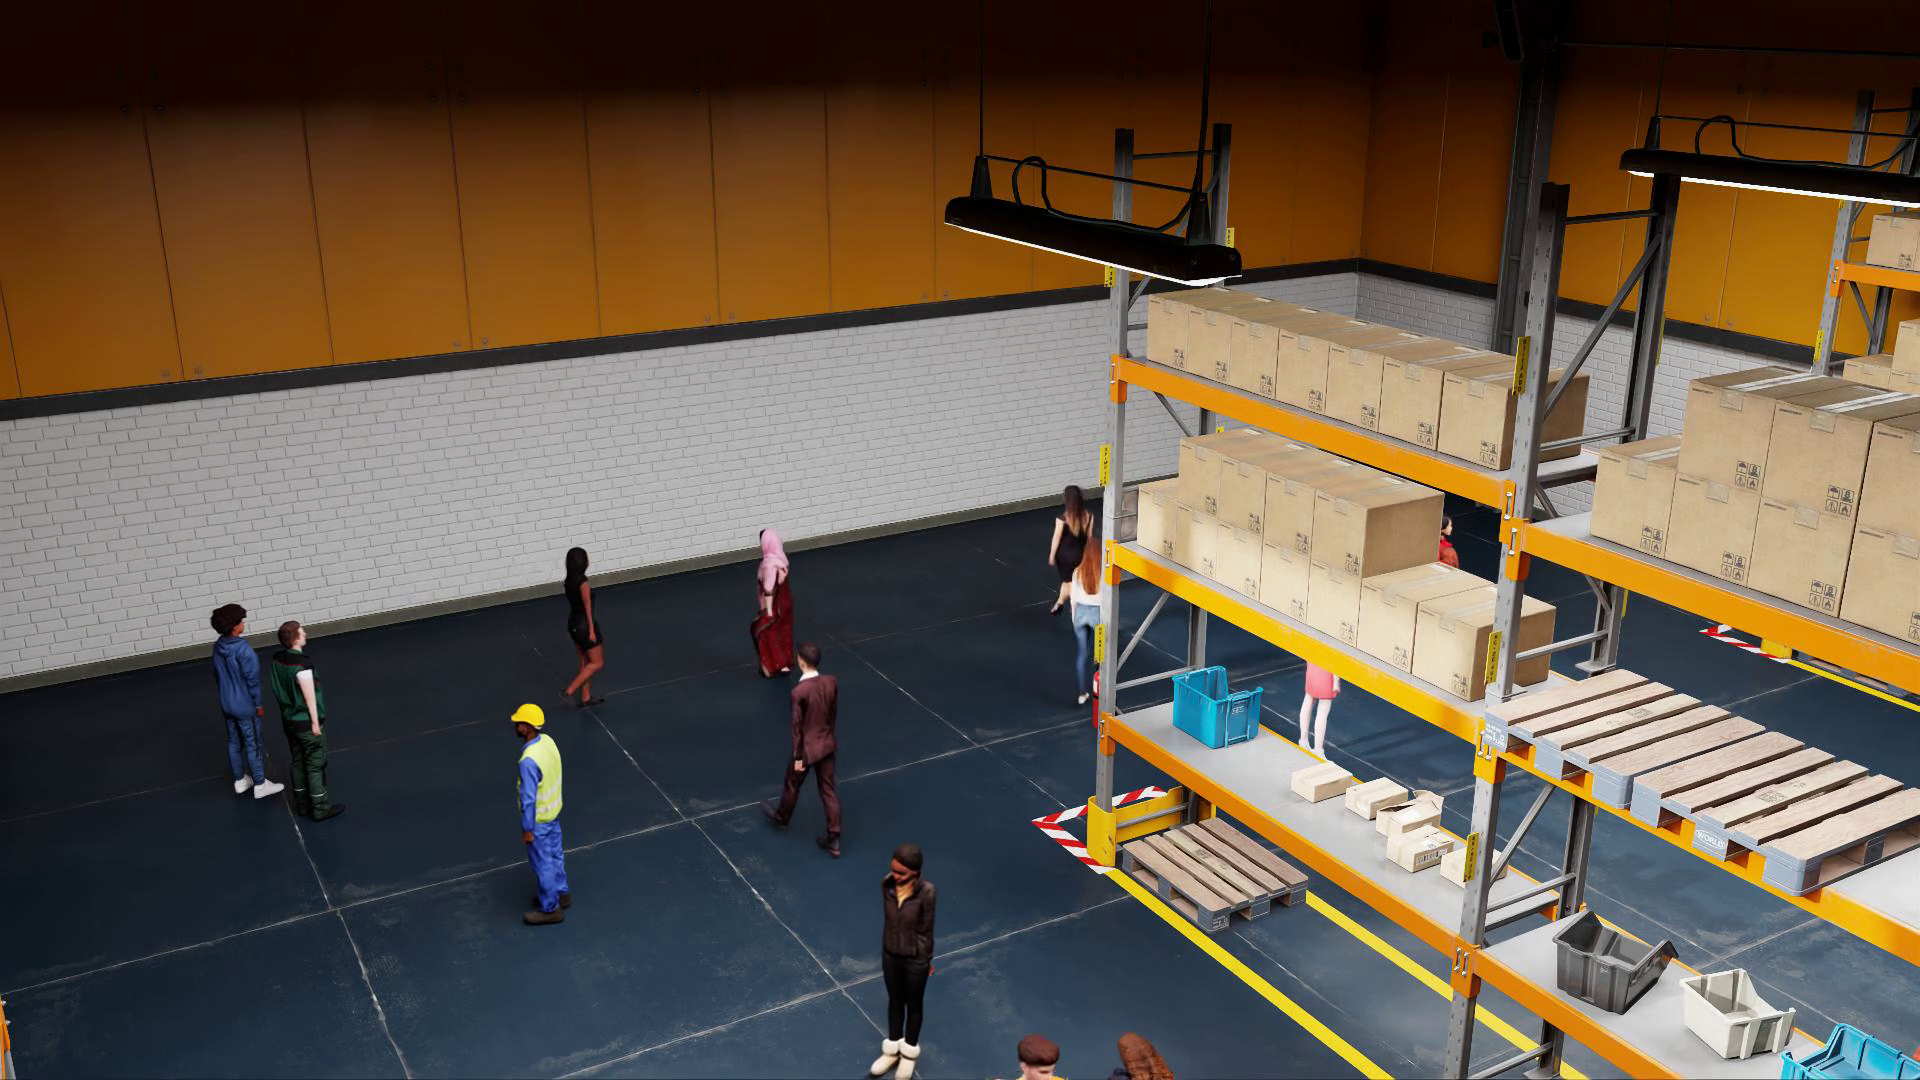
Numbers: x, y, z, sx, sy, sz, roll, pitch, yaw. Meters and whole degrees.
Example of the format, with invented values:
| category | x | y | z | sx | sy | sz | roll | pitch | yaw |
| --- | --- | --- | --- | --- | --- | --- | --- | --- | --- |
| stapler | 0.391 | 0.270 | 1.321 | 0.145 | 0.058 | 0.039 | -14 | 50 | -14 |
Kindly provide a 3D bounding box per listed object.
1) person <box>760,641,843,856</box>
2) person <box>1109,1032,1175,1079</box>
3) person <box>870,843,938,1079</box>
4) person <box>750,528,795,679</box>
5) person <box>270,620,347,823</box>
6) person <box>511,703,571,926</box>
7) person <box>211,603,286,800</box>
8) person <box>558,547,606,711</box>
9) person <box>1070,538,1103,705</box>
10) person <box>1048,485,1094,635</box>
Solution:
| category | x | y | z | sx | sy | sz | roll | pitch | yaw |
| --- | --- | --- | --- | --- | --- | --- | --- | --- | --- |
| person | -1.171 | 1.777 | 13.908 | 0.886 | 1.822 | 1.214 | -17 | 25 | -40 |
| person | 1.048 | 3.496 | 9.351 | 0.815 | 1.471 | 1.009 | -1 | 19 | -4 |
| person | -0.362 | 2.786 | 11.167 | 0.748 | 1.658 | 0.795 | 3 | 19 | 8 |
| person | -1.862 | 0.679 | 17.487 | 0.849 | 1.618 | 0.801 | 6 | 19 | 16 |
| person | -5.731 | 1.560 | 14.518 | 0.668 | 1.843 | 0.785 | 12 | 22 | 31 |
| person | -3.255 | 2.110 | 12.933 | 0.818 | 1.812 | 0.720 | 2 | 19 | 5 |
| person | -6.459 | 1.435 | 14.940 | 0.688 | 1.810 | 0.815 | 10 | 21 | 28 |
| person | -3.831 | 0.929 | 16.572 | 0.680 | 1.728 | 0.680 | -12 | 22 | -31 |
| person | 1.300 | 0.850 | 16.873 | 1.083 | 1.686 | 1.122 | 6 | 19 | 16 |
| person | 1.306 | 0.263 | 18.639 | 0.737 | 1.671 | 1.046 | -13 | 23 | -34 |
